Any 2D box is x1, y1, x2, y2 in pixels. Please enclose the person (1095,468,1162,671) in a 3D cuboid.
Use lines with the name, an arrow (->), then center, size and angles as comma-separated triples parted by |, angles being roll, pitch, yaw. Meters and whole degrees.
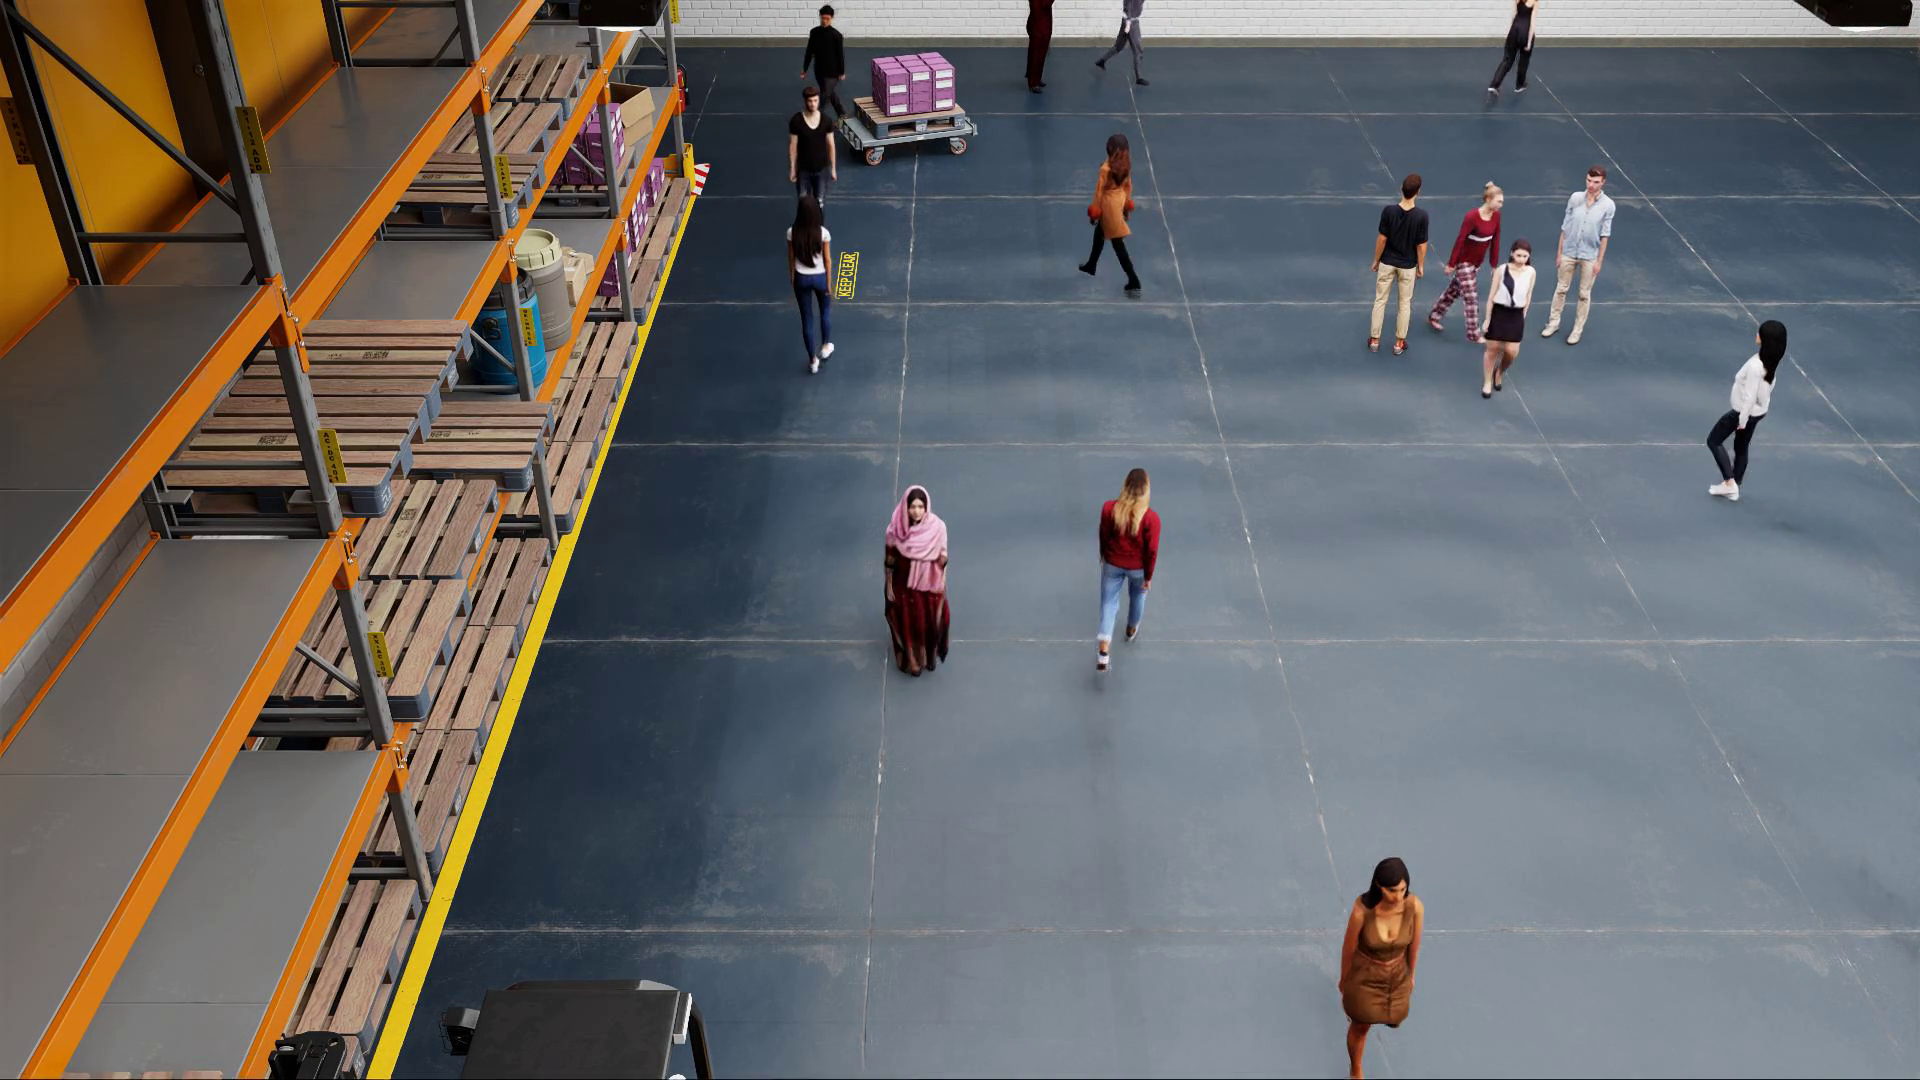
person -> 1.204, 0.233, 12.241 | 0.770, 1.607, 1.112 | 7, 34, 11

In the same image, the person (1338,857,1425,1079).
person -> 2.241, 2.315, 9.045 | 0.642, 1.678, 0.841 | -5, 34, -8

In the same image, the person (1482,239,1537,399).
person -> 5.143, -2.112, 15.742 | 0.603, 1.637, 0.622 | 5, 34, 8

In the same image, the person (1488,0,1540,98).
person -> 7.661, -6.936, 22.932 | 1.138, 1.711, 1.119 | -27, 42, -34

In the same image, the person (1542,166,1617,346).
person -> 6.247, -2.877, 16.703 | 0.720, 1.847, 0.734 | 20, 38, 27

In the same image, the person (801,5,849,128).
person -> -1.705, -6.168, 21.807 | 1.089, 1.677, 1.182 | 27, 42, 34

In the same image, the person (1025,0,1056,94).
person -> 1.096, -7.172, 23.245 | 0.775, 1.757, 0.618 | 8, 34, 12

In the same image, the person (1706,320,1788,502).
person -> 6.757, -1.059, 14.111 | 0.734, 1.688, 0.787 | -27, 42, -34

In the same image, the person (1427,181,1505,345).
person -> 5.067, -2.820, 16.792 | 0.992, 1.654, 1.107 | -20, 38, -27

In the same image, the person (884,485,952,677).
person -> -0.332, 0.268, 12.172 | 0.639, 1.626, 0.628 | -1, 34, -2

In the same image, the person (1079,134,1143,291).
person -> 1.679, -3.442, 17.709 | 1.177, 1.676, 1.243 | -28, 43, -35

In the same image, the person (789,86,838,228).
person -> -1.670, -4.191, 18.647 | 0.764, 1.885, 0.759 | -7, 34, -11

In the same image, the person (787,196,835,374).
person -> -1.450, -2.444, 16.132 | 0.592, 1.758, 0.748 | 0, 34, 0

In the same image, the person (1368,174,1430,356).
person -> 4.338, -2.728, 16.470 | 0.712, 1.857, 0.639 | 10, 35, 15

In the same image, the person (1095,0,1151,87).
person -> 2.336, -7.282, 23.428 | 0.924, 1.738, 1.102 | 7, 34, 11
